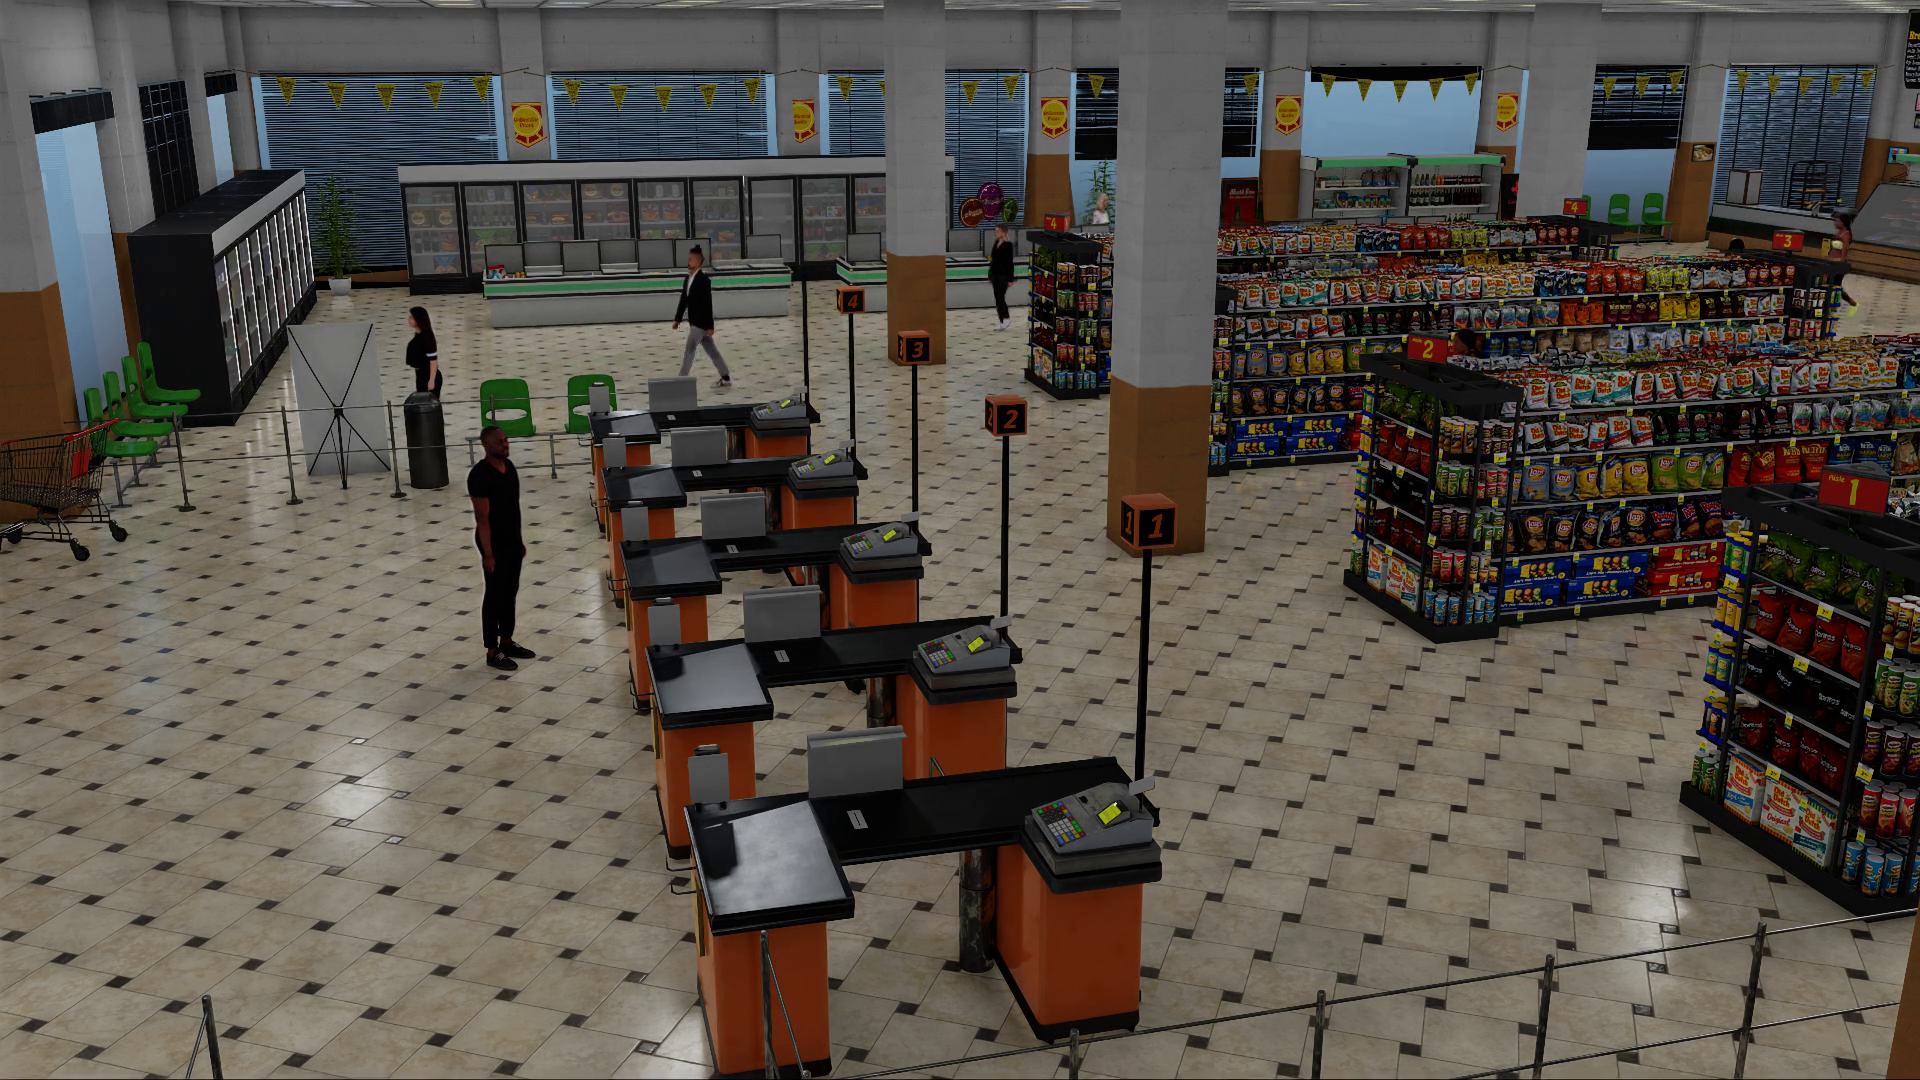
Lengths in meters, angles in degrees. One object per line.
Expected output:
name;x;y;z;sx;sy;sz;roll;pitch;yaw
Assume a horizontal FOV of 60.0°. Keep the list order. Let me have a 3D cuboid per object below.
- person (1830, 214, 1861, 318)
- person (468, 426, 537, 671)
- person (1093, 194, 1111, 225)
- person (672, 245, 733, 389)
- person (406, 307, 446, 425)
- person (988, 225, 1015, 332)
person;14.425;-4.431;27.155;0.937;1.741;0.734;2;17;5
person;-3.405;0.039;12.302;0.740;1.819;0.745;5;18;16
person;2.505;-5.527;30.821;1.128;1.709;1.045;8;19;26
person;-3.311;-2.852;21.697;1.305;1.892;0.902;-9;19;-28
person;-5.996;-1.816;18.720;0.700;1.638;0.691;-12;21;-35
person;0.725;-4.131;26.288;0.747;1.671;0.728;-14;22;-39
